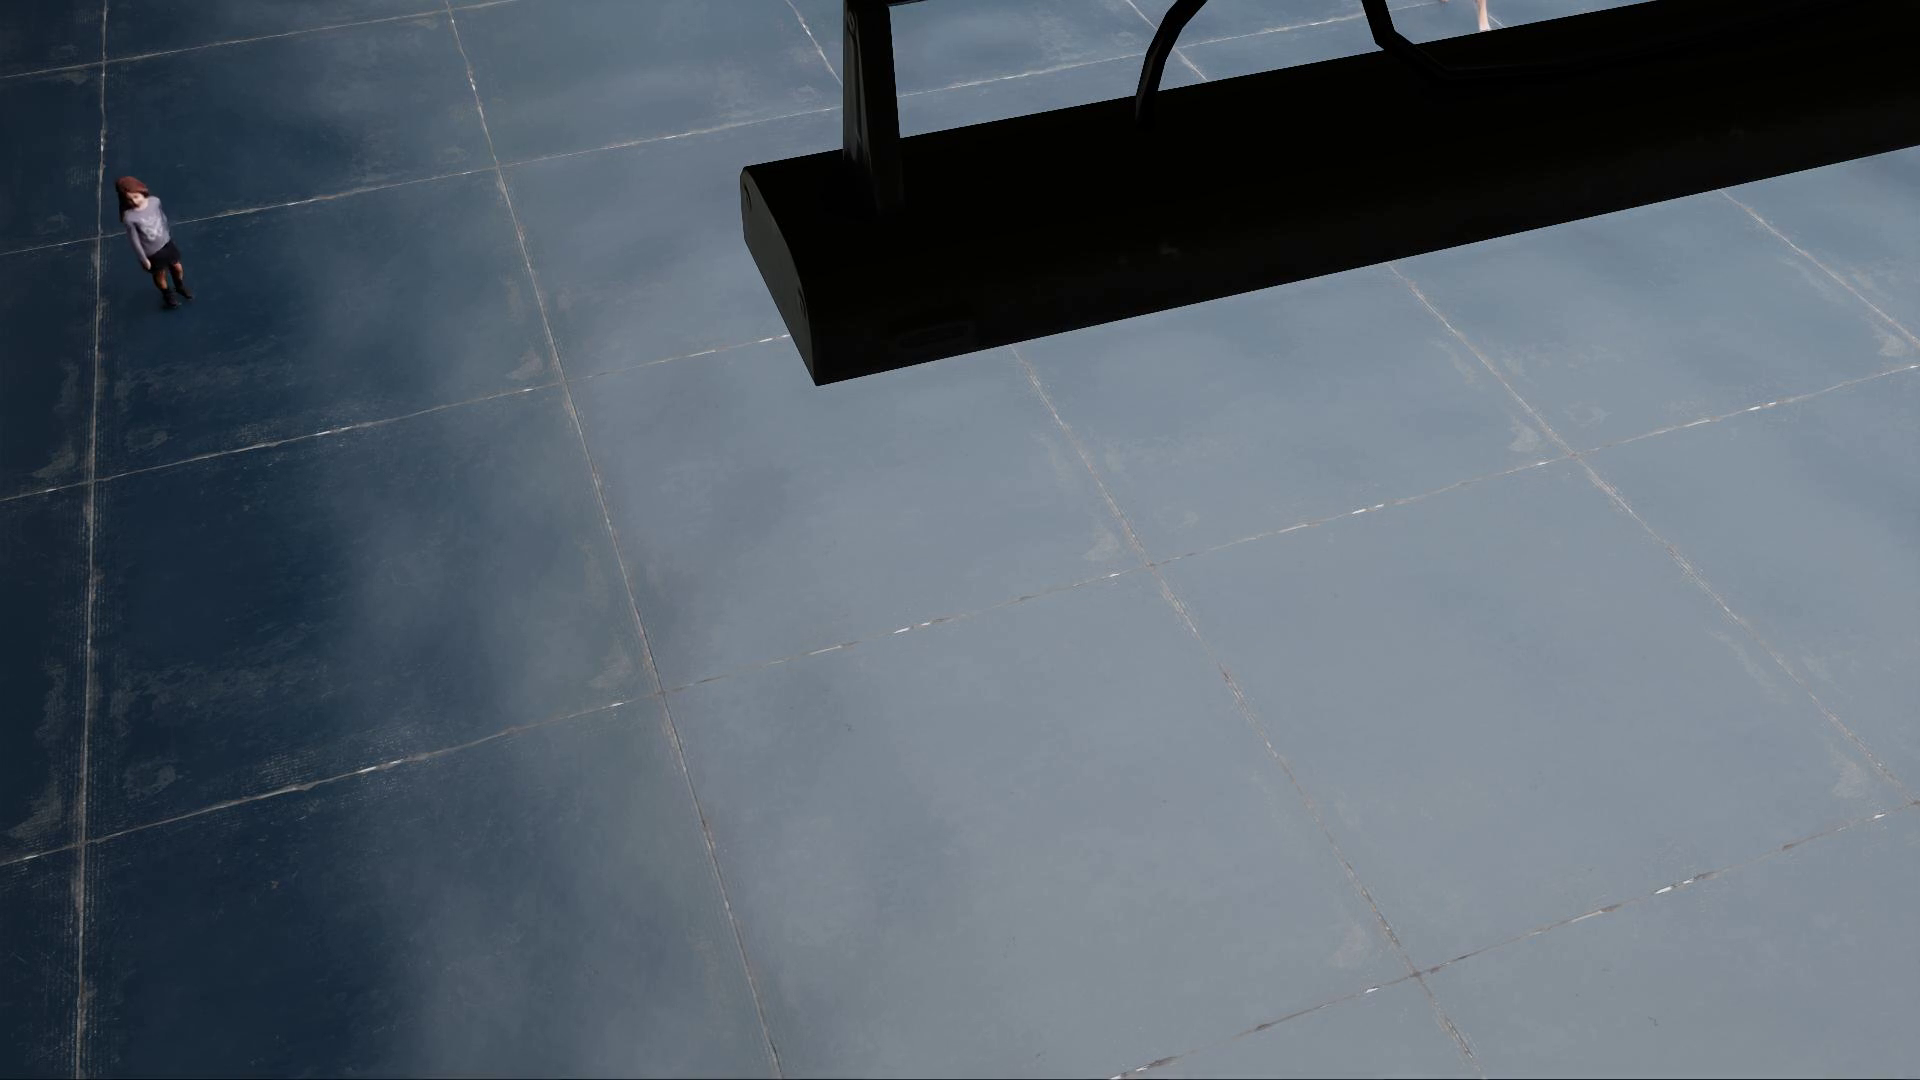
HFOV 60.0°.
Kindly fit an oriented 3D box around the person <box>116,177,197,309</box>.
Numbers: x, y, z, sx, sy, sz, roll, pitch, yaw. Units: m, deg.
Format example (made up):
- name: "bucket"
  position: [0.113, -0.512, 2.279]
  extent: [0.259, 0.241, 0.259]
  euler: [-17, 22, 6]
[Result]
- name: "person"
  position: [-5.639, -2.090, 11.602]
  extent: [0.626, 1.076, 0.578]
  euler: [15, 45, 16]
